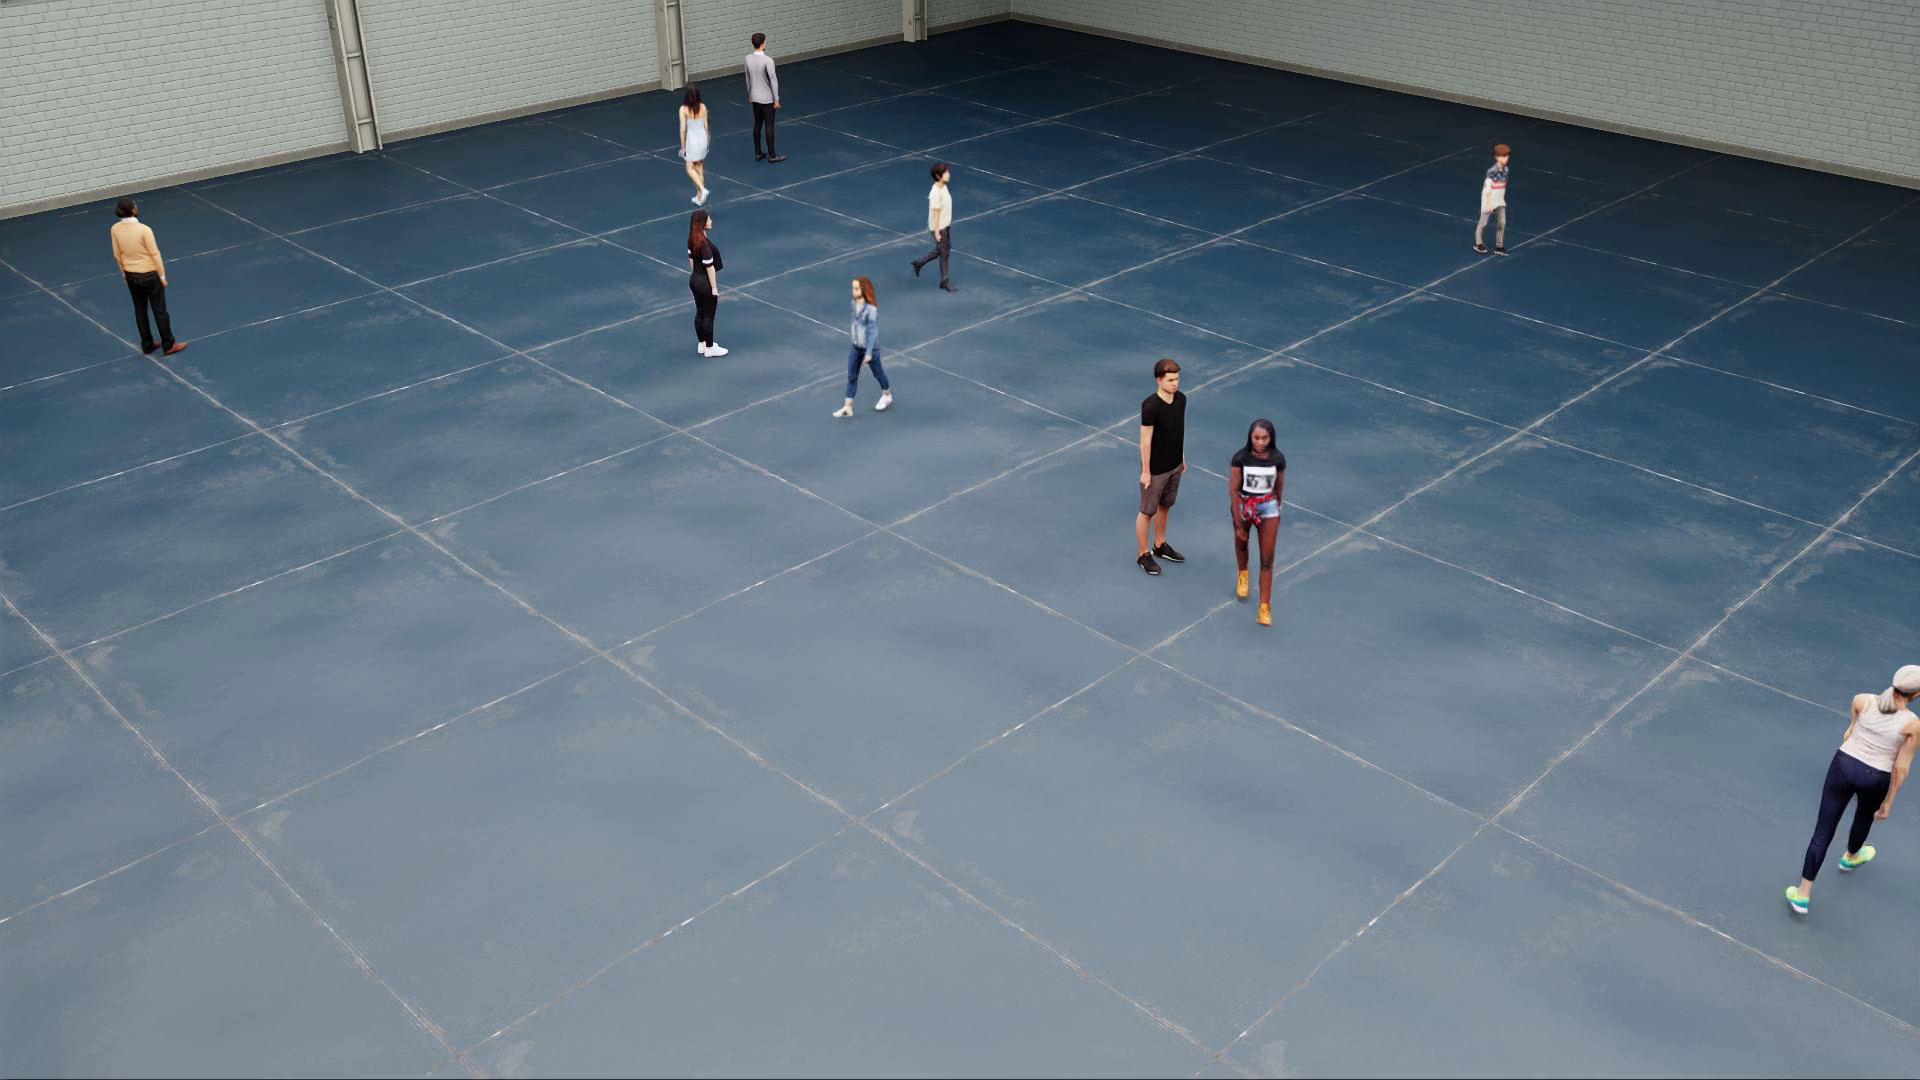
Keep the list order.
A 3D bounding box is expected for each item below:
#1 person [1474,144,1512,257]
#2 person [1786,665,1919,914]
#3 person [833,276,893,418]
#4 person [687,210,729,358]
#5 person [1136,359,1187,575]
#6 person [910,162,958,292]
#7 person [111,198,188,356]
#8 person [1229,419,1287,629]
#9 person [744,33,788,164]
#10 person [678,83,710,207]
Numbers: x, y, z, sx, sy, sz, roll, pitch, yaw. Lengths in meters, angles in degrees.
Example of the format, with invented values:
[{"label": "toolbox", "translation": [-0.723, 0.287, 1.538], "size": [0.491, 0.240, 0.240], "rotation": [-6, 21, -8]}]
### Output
[{"label": "person", "translation": [6.839, -4.404, 21.463], "size": [0.792, 1.417, 0.760], "rotation": [-10, 30, -18]}, {"label": "person", "translation": [5.404, 1.526, 10.082], "size": [0.608, 1.649, 1.143], "rotation": [20, 34, 32]}, {"label": "person", "translation": [-0.896, -1.958, 16.842], "size": [0.589, 1.444, 0.967], "rotation": [24, 36, 38]}, {"label": "person", "translation": [-2.809, -2.822, 18.257], "size": [0.631, 1.639, 0.646], "rotation": [-18, 33, -30]}, {"label": "person", "translation": [1.686, -0.652, 13.946], "size": [0.517, 1.861, 0.727], "rotation": [-23, 36, -37]}, {"label": "person", "translation": [-0.302, -3.784, 20.135], "size": [0.893, 1.571, 0.896], "rotation": [7, 29, 13]}, {"label": "person", "translation": [-8.979, -2.897, 18.276], "size": [0.751, 1.753, 0.777], "rotation": [4, 28, 7]}, {"label": "person", "translation": [2.338, -0.219, 13.331], "size": [1.081, 1.675, 1.229], "rotation": [2, 28, 4]}, {"label": "person", "translation": [-3.005, -6.730, 25.294], "size": [0.780, 1.923, 0.695], "rotation": [18, 33, 30]}, {"label": "person", "translation": [-3.647, -5.472, 23.146], "size": [0.847, 1.721, 0.739], "rotation": [-17, 33, -29]}]
